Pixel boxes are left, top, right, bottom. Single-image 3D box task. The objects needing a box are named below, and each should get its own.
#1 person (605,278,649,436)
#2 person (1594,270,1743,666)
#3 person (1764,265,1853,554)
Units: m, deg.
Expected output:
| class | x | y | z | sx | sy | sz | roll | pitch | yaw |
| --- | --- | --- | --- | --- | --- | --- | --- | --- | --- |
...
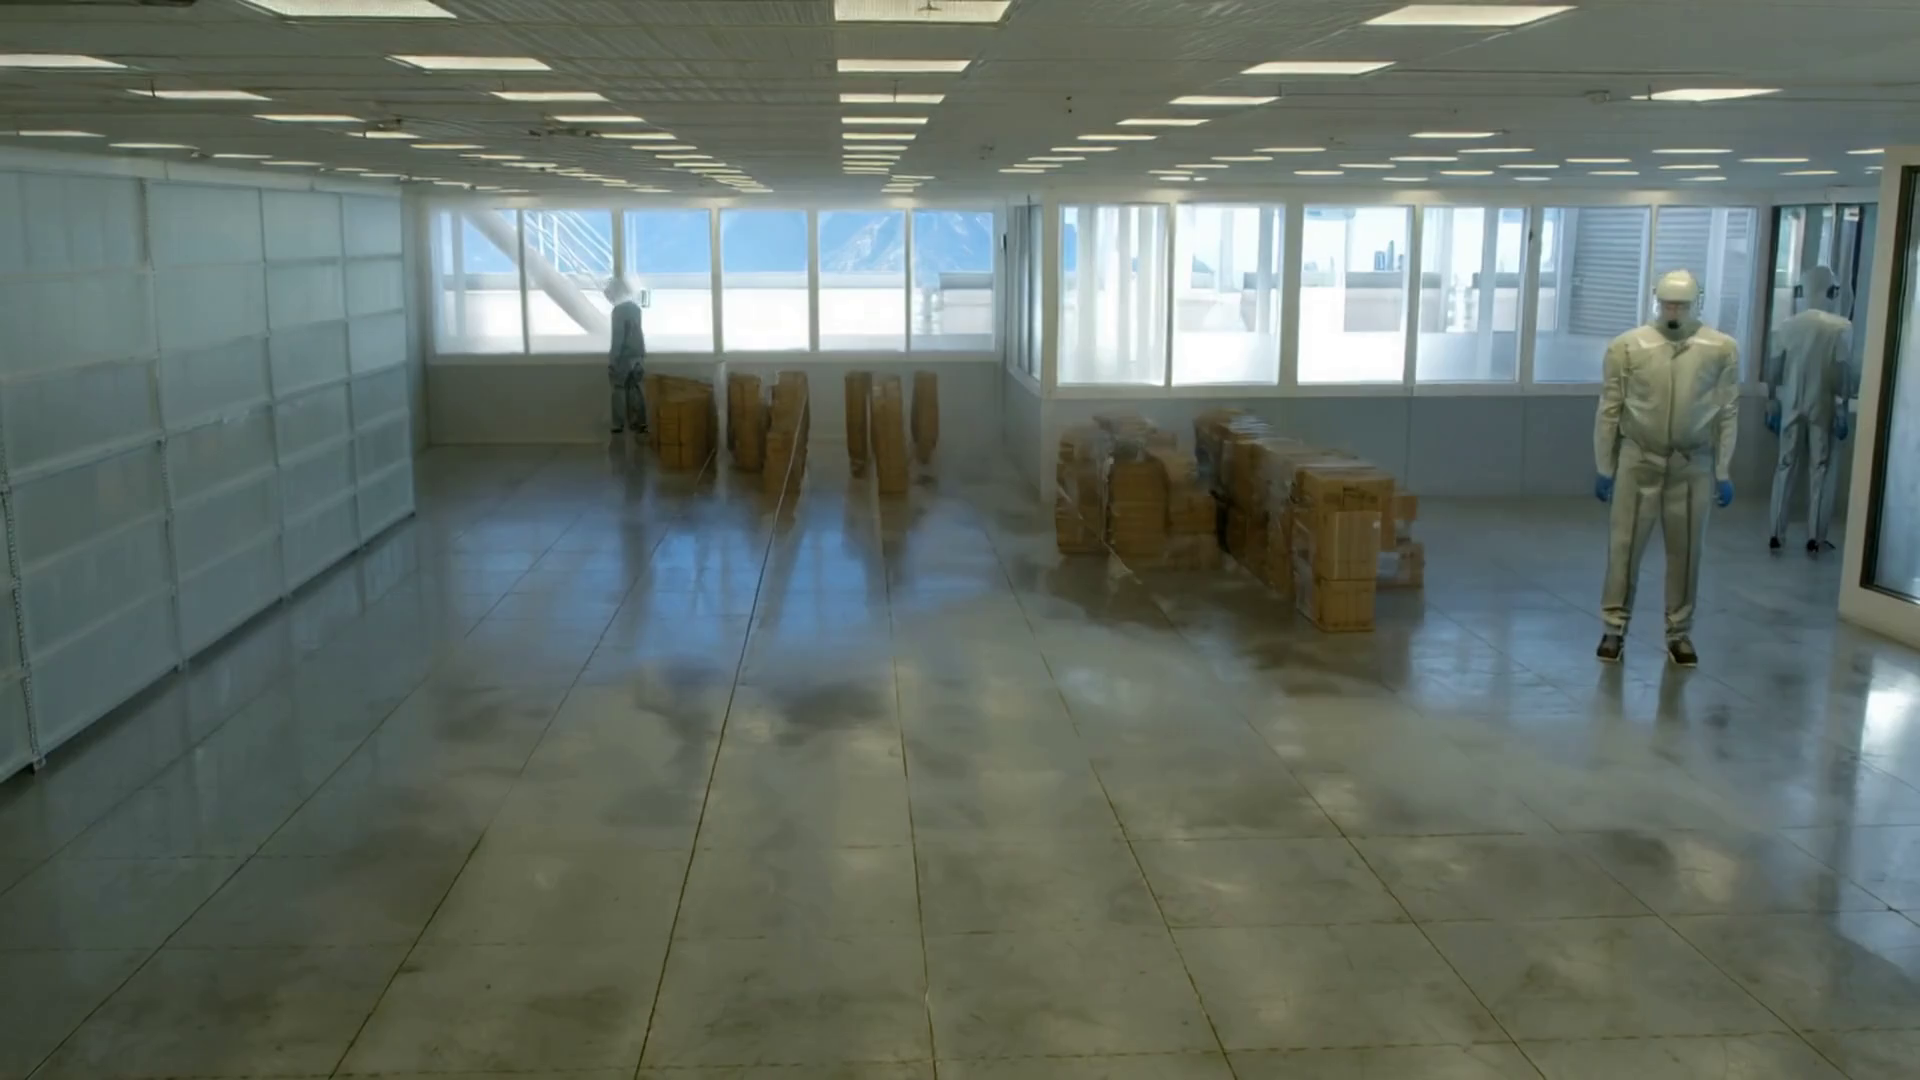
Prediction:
| class | x | y | z | sx | sy | sz | roll | pitch | yaw |
| --- | --- | --- | --- | --- | --- | --- | --- | --- | --- |
| person | -3.439 | -1.882 | 17.107 | 0.382 | 1.621 | 0.557 | 4 | 11 | 23 |
| person | 3.397 | -0.339 | 8.023 | 0.651 | 1.904 | 0.403 | 3 | 11 | 16 |
| person | 5.517 | -0.841 | 10.826 | 0.521 | 1.874 | 0.328 | 9 | 14 | 40 |
